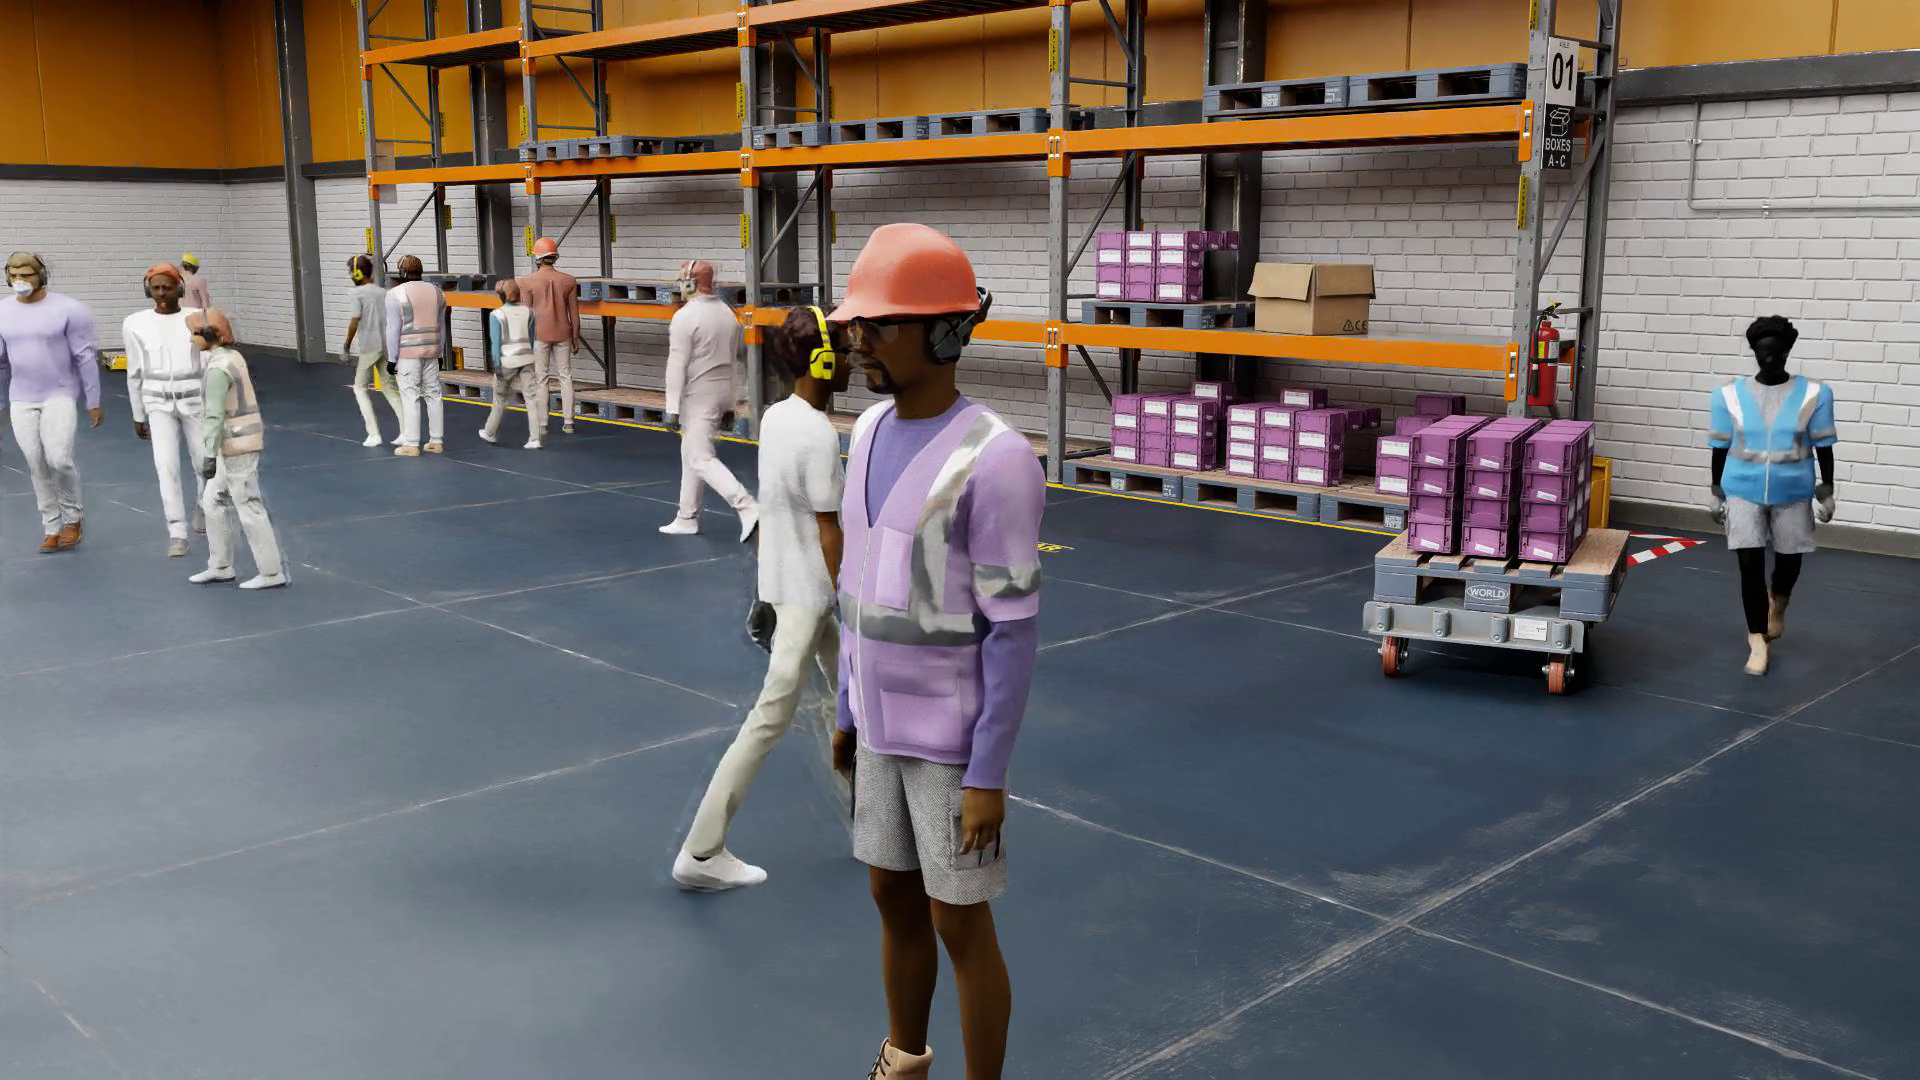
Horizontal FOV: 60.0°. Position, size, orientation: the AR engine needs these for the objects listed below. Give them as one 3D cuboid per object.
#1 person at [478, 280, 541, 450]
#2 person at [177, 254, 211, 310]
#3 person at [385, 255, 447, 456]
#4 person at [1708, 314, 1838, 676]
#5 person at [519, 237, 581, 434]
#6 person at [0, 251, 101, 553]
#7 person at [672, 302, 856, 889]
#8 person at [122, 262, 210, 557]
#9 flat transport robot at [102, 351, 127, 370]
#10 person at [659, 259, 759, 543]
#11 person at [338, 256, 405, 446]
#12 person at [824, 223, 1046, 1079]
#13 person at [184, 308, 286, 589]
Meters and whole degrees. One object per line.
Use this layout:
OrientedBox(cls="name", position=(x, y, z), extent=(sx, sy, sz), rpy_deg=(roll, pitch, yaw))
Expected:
OrientedBox(cls="person", position=(-4.292, -1.671, 15.868), extent=(0.517, 1.601, 0.835), rpy_deg=(-10, 14, -43))
OrientedBox(cls="person", position=(-10.996, -3.199, 23.823), extent=(0.551, 1.758, 0.333), rpy_deg=(1, 10, 4))
OrientedBox(cls="person", position=(-5.029, -1.697, 15.342), extent=(0.429, 1.844, 0.627), rpy_deg=(7, 13, 34))
OrientedBox(cls="person", position=(3.805, -0.231, 7.818), extent=(0.552, 1.667, 0.629), rpy_deg=(5, 12, 27))
OrientedBox(cls="person", position=(-4.182, -2.074, 16.967), extent=(0.622, 1.996, 0.369), rpy_deg=(-6, 12, -30))
OrientedBox(cls="person", position=(-5.831, -0.859, 10.542), extent=(0.661, 1.921, 0.457), rpy_deg=(-1, 10, -5))
OrientedBox(cls="person", position=(-0.457, 0.183, 5.164), extent=(1.004, 1.825, 0.540), rpy_deg=(-4, 11, -19))
OrientedBox(cls="person", position=(-5.039, -0.862, 10.751), extent=(0.589, 1.863, 0.793), rpy_deg=(-3, 11, -18))
OrientedBox(cls="flat transport robot", position=(-12.676, -2.757, 25.405), extent=(0.652, 0.197, 1.431), rpy_deg=(-6, 12, -31))
OrientedBox(cls="person", position=(-1.664, -0.914, 11.001), extent=(0.878, 1.879, 0.651), rpy_deg=(4, 11, 23))
OrientedBox(cls="person", position=(-5.603, -1.786, 15.893), extent=(0.557, 1.828, 0.540), rpy_deg=(5, 11, 24))
OrientedBox(cls="person", position=(-0.090, 0.382, 3.456), extent=(0.373, 2.044, 0.606), rpy_deg=(-8, 13, -36))
OrientedBox(cls="person", position=(-4.188, -0.498, 9.403), extent=(0.662, 1.608, 0.541), rpy_deg=(-3, 11, -15))
